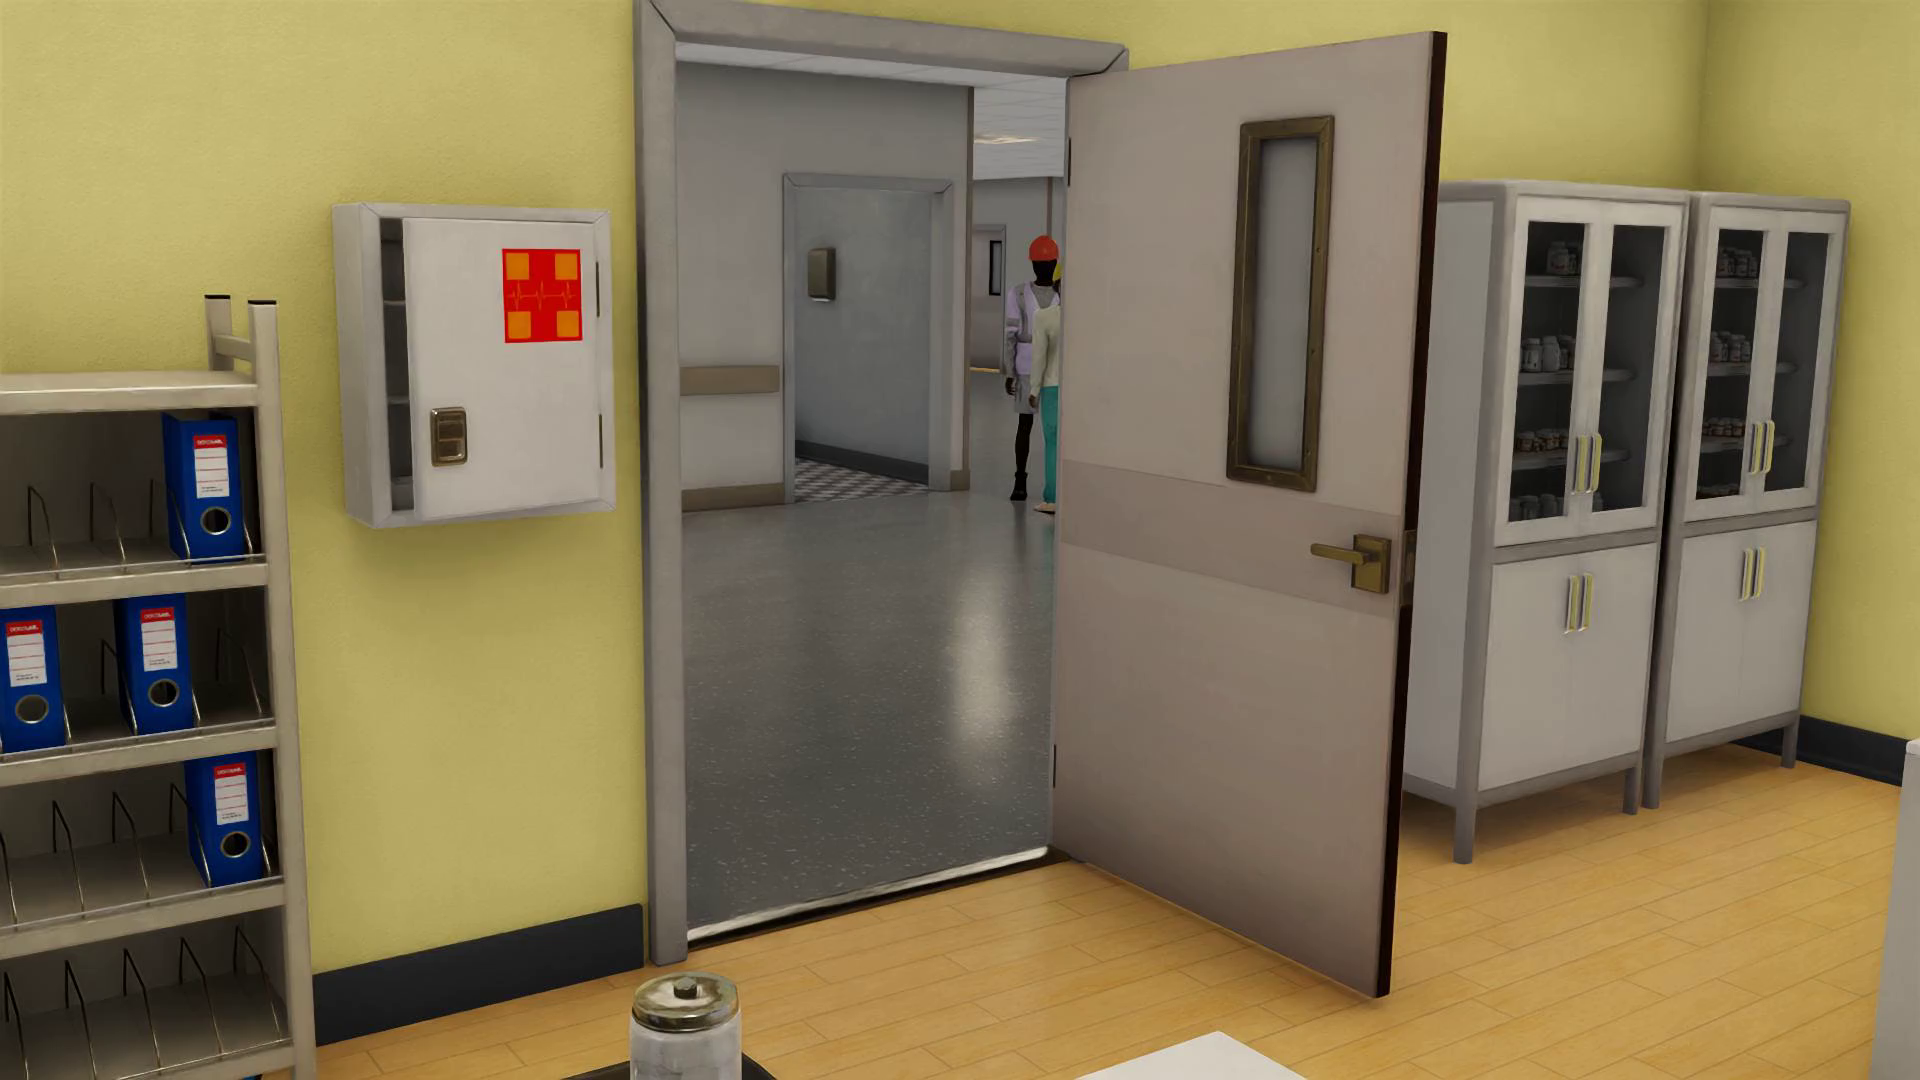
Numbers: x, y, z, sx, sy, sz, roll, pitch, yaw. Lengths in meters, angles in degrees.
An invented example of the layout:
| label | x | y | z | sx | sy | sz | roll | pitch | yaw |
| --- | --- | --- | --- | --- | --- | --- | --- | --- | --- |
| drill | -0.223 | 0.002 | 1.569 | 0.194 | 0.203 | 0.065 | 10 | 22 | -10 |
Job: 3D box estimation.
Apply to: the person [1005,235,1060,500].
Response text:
| label | x | y | z | sx | sy | sz | roll | pitch | yaw |
| --- | --- | --- | --- | --- | --- | --- | --- | --- | --- |
| person | 0.600 | -1.246 | 12.167 | 0.552 | 1.937 | 0.356 | 1 | 10 | -1 |
